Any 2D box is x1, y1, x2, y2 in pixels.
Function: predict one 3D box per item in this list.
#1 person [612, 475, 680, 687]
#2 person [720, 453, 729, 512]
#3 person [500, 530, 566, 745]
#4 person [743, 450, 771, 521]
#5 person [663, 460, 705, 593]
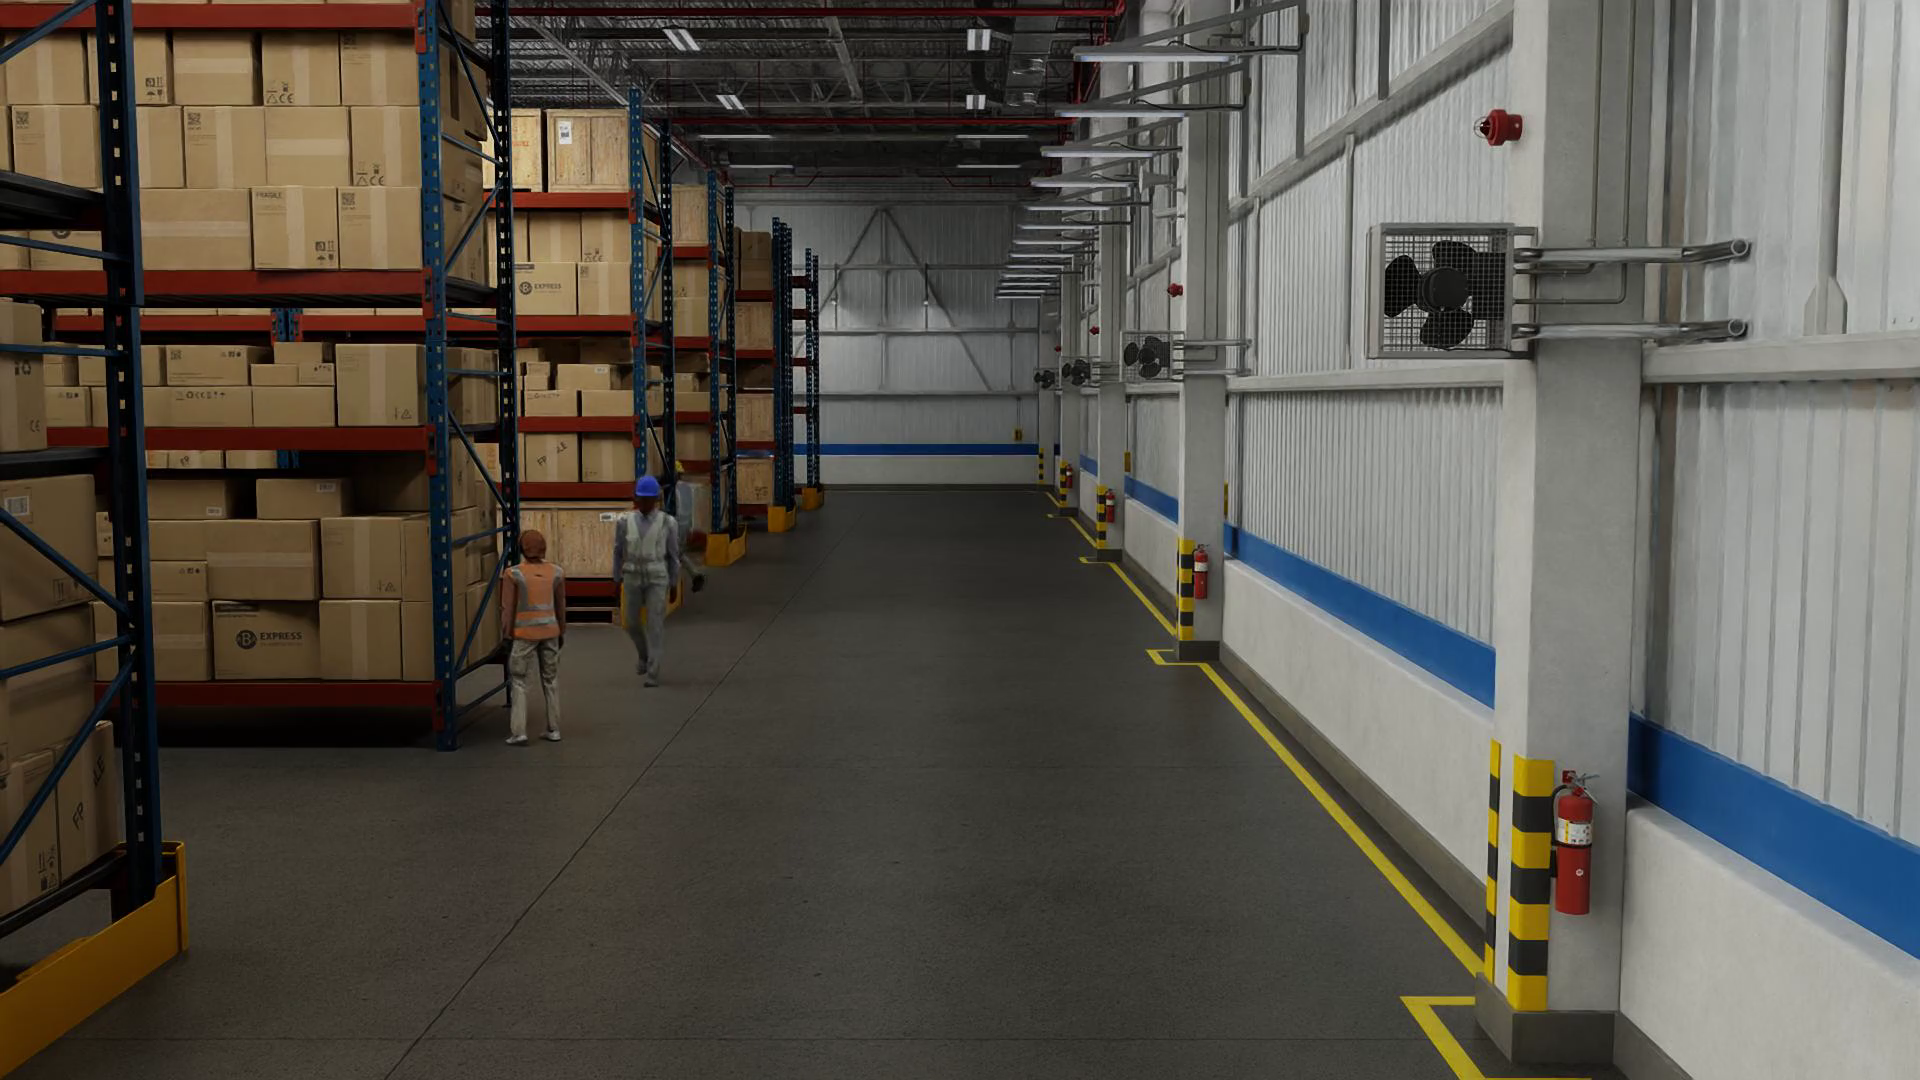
[{"bbox_3d":[-2.845,0.364,15.143,0.625,1.927,0.506,0,5,4],"label":"person"},{"bbox_3d":[-4.494,-0.899,31.015,0.392,1.728,0.509,-1,5,-7],"label":"person"},{"bbox_3d":[-3.207,0.738,12.553,0.527,1.630,0.315,-4,6,-39],"label":"person"},{"bbox_3d":[-4.141,-1.329,35.149,1.025,1.891,0.632,0,5,2],"label":"person"},{"bbox_3d":[-3.664,-0.141,21.705,0.498,1.818,0.595,2,5,22],"label":"person"}]
